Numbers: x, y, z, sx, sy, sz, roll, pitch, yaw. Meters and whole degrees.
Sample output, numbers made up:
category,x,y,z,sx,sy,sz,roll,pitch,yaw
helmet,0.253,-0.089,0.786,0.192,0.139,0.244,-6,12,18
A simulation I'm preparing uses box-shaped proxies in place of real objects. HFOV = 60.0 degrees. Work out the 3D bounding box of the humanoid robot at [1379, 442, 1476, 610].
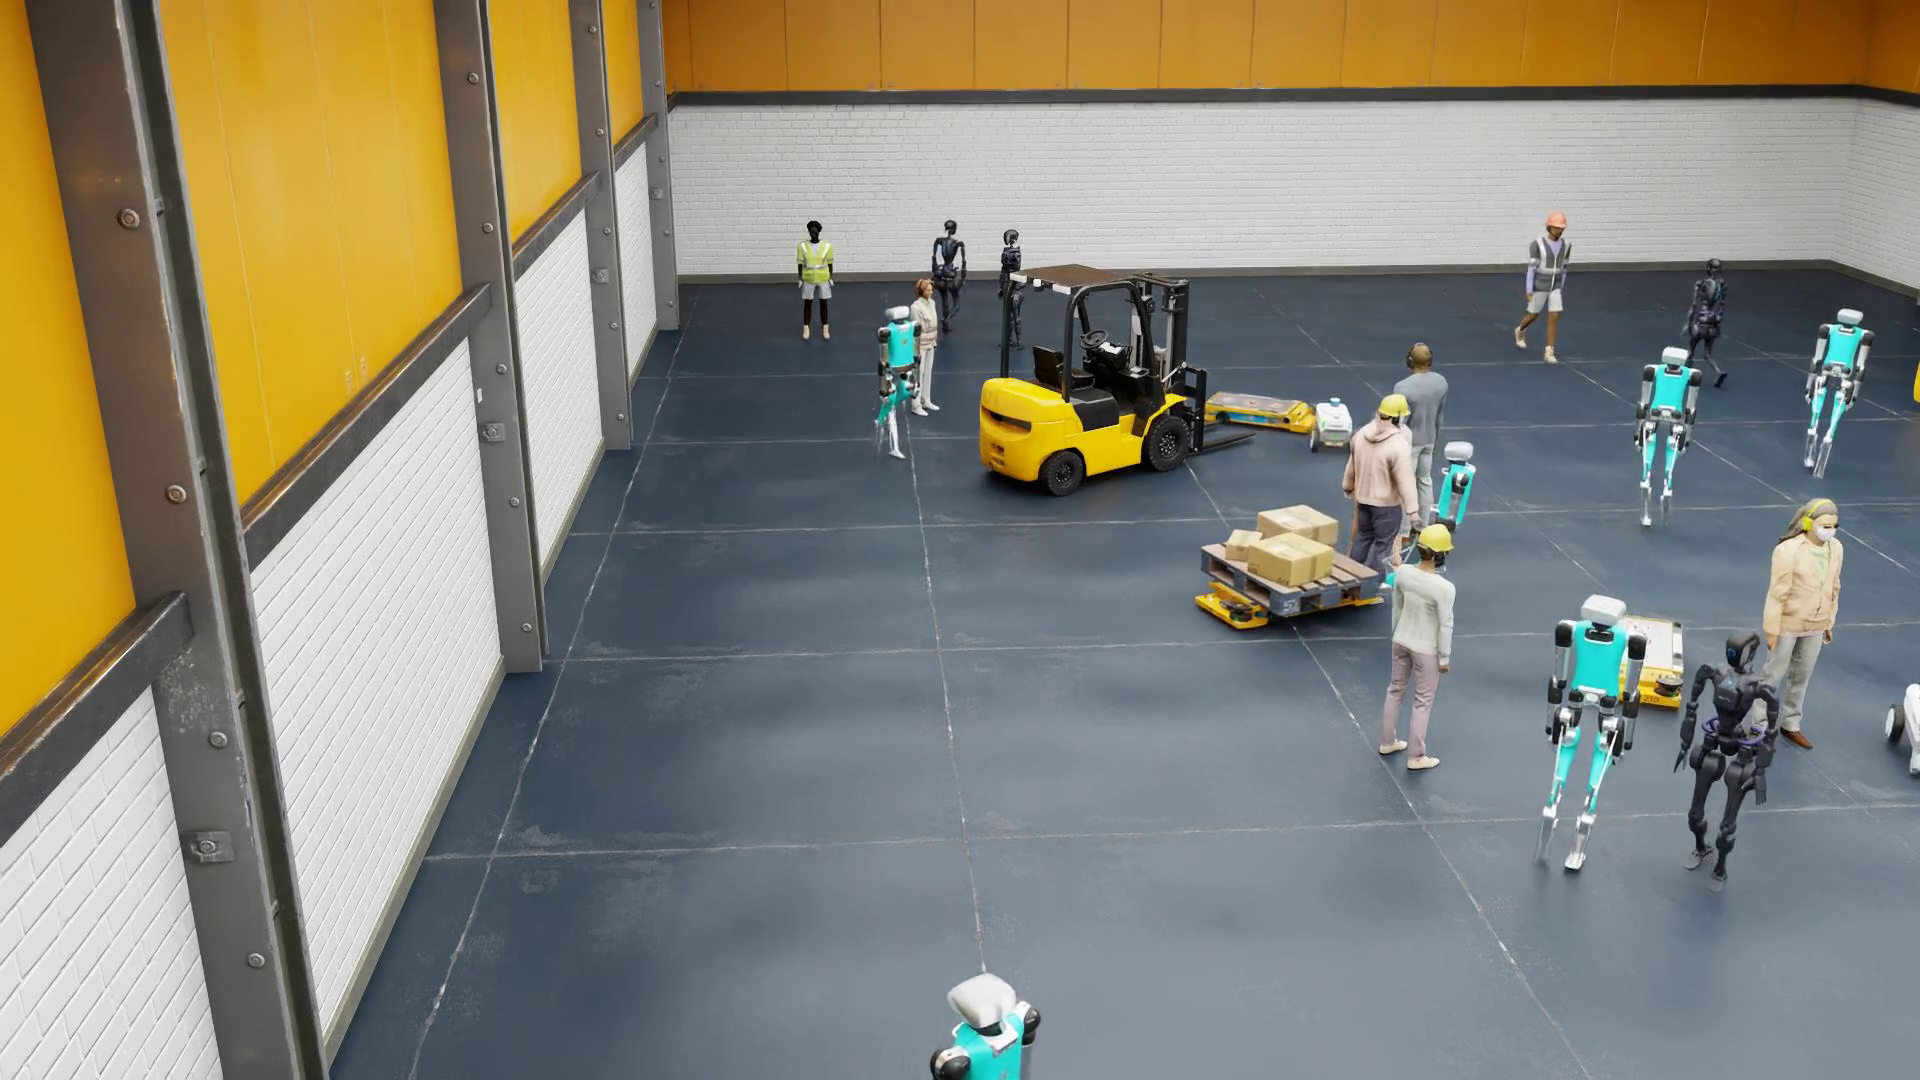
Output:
category,x,y,z,sx,sy,sz,roll,pitch,yaw
humanoid robot,3.657,0.077,13.303,0.785,1.787,0.569,5,21,14

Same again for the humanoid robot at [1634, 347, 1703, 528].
category,x,y,z,sx,sy,sz,roll,pitch,yaw
humanoid robot,6.758,-0.913,16.011,0.542,1.818,0.673,8,22,22

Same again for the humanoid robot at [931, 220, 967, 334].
category,x,y,z,sx,sy,sz,roll,pitch,yaw
humanoid robot,-0.212,-3.760,23.848,0.608,1.643,0.527,11,23,27

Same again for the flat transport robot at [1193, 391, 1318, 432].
category,x,y,z,sx,sy,sz,roll,pitch,yaw
flat transport robot,3.528,-1.522,19.775,1.431,0.231,0.659,10,22,24

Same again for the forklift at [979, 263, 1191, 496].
category,x,y,z,sx,sy,sz,roll,pitch,yaw
forklift,1.315,-1.764,17.646,2.313,2.155,1.214,-14,24,-33

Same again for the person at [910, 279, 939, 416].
category,x,y,z,sx,sy,sz,roll,pitch,yaw
person,-0.433,-2.323,19.963,0.306,1.639,0.524,10,22,24

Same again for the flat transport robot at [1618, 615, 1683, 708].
category,x,y,z,sx,sy,sz,roll,pitch,yaw
flat transport robot,5.339,0.916,13.132,0.659,0.231,1.431,8,22,20

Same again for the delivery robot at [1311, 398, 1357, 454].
category,x,y,z,sx,sy,sz,roll,pitch,yaw
delivery robot,4.204,-1.288,18.729,0.499,0.600,0.804,2,20,6

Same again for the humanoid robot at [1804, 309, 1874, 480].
category,x,y,z,sx,sy,sz,roll,pitch,yaw
humanoid robot,9.216,-1.452,17.616,0.559,1.909,0.765,12,23,30

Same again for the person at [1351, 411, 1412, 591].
category,x,y,z,sx,sy,sz,roll,pitch,yaw
person,3.740,-0.443,14.721,0.508,1.723,0.986,-2,20,-6

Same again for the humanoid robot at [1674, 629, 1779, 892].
category,x,y,z,sx,sy,sz,roll,pitch,yaw
humanoid robot,4.623,1.310,10.030,0.323,1.657,0.588,-16,26,-37

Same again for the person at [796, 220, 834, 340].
category,x,y,z,sx,sy,sz,roll,pitch,yaw
person,-2.045,-3.690,23.606,0.535,1.695,0.321,-2,20,-4

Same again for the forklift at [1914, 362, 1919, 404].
category,x,y,z,sx,sy,sz,roll,pitch,yaw
forklift,12.602,-2.435,19.475,2.313,2.155,1.214,-1,20,-4

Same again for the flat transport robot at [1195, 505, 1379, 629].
category,x,y,z,sx,sy,sz,roll,pitch,yaw
flat transport robot,2.811,0.470,14.346,1.431,0.231,0.659,-9,22,-24

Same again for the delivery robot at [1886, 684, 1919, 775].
category,x,y,z,sx,sy,sz,roll,pitch,yaw
delivery robot,6.850,1.289,11.667,0.499,0.572,0.747,8,21,20

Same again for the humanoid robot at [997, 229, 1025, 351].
category,x,y,z,sx,sy,sz,roll,pitch,yaw
humanoid robot,0.717,-3.465,23.004,0.315,1.657,0.599,-8,22,-20

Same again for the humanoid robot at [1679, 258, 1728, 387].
category,x,y,z,sx,sy,sz,roll,pitch,yaw
humanoid robot,9.476,-2.732,21.060,0.608,1.639,0.611,-8,22,-20

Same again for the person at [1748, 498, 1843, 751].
category,x,y,z,sx,sy,sz,roll,pitch,yaw
person,5.897,0.585,11.722,0.559,1.870,0.400,-5,21,-13

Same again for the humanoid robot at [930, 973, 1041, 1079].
category,x,y,z,sx,sy,sz,roll,pitch,yaw
humanoid robot,-0.139,2.461,6.873,1.012,1.779,0.530,19,27,41

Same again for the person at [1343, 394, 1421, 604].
category,x,y,z,sx,sy,sz,roll,pitch,yaw
person,3.587,-0.349,14.289,0.434,1.856,0.822,-12,24,-31

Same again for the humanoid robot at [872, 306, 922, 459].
category,x,y,z,sx,sy,sz,roll,pitch,yaw
humanoid robot,-0.777,-1.651,18.162,0.548,1.906,0.742,-14,24,-33

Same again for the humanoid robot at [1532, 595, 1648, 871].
category,x,y,z,sx,sy,sz,roll,pitch,yaw
humanoid robot,3.772,1.290,10.095,0.542,1.874,0.652,11,23,28

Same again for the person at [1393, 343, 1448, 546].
category,x,y,z,sx,sy,sz,roll,pitch,yaw
person,4.268,-0.896,15.653,0.628,1.936,0.369,-11,23,-28

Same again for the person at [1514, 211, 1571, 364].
category,x,y,z,sx,sy,sz,roll,pitch,yaw
person,7.914,-3.453,22.508,0.612,2.016,0.909,-3,20,-8

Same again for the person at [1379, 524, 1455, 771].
category,x,y,z,sx,sy,sz,roll,pitch,yaw
person,3.184,0.728,11.484,0.337,1.759,0.525,-12,23,-30
